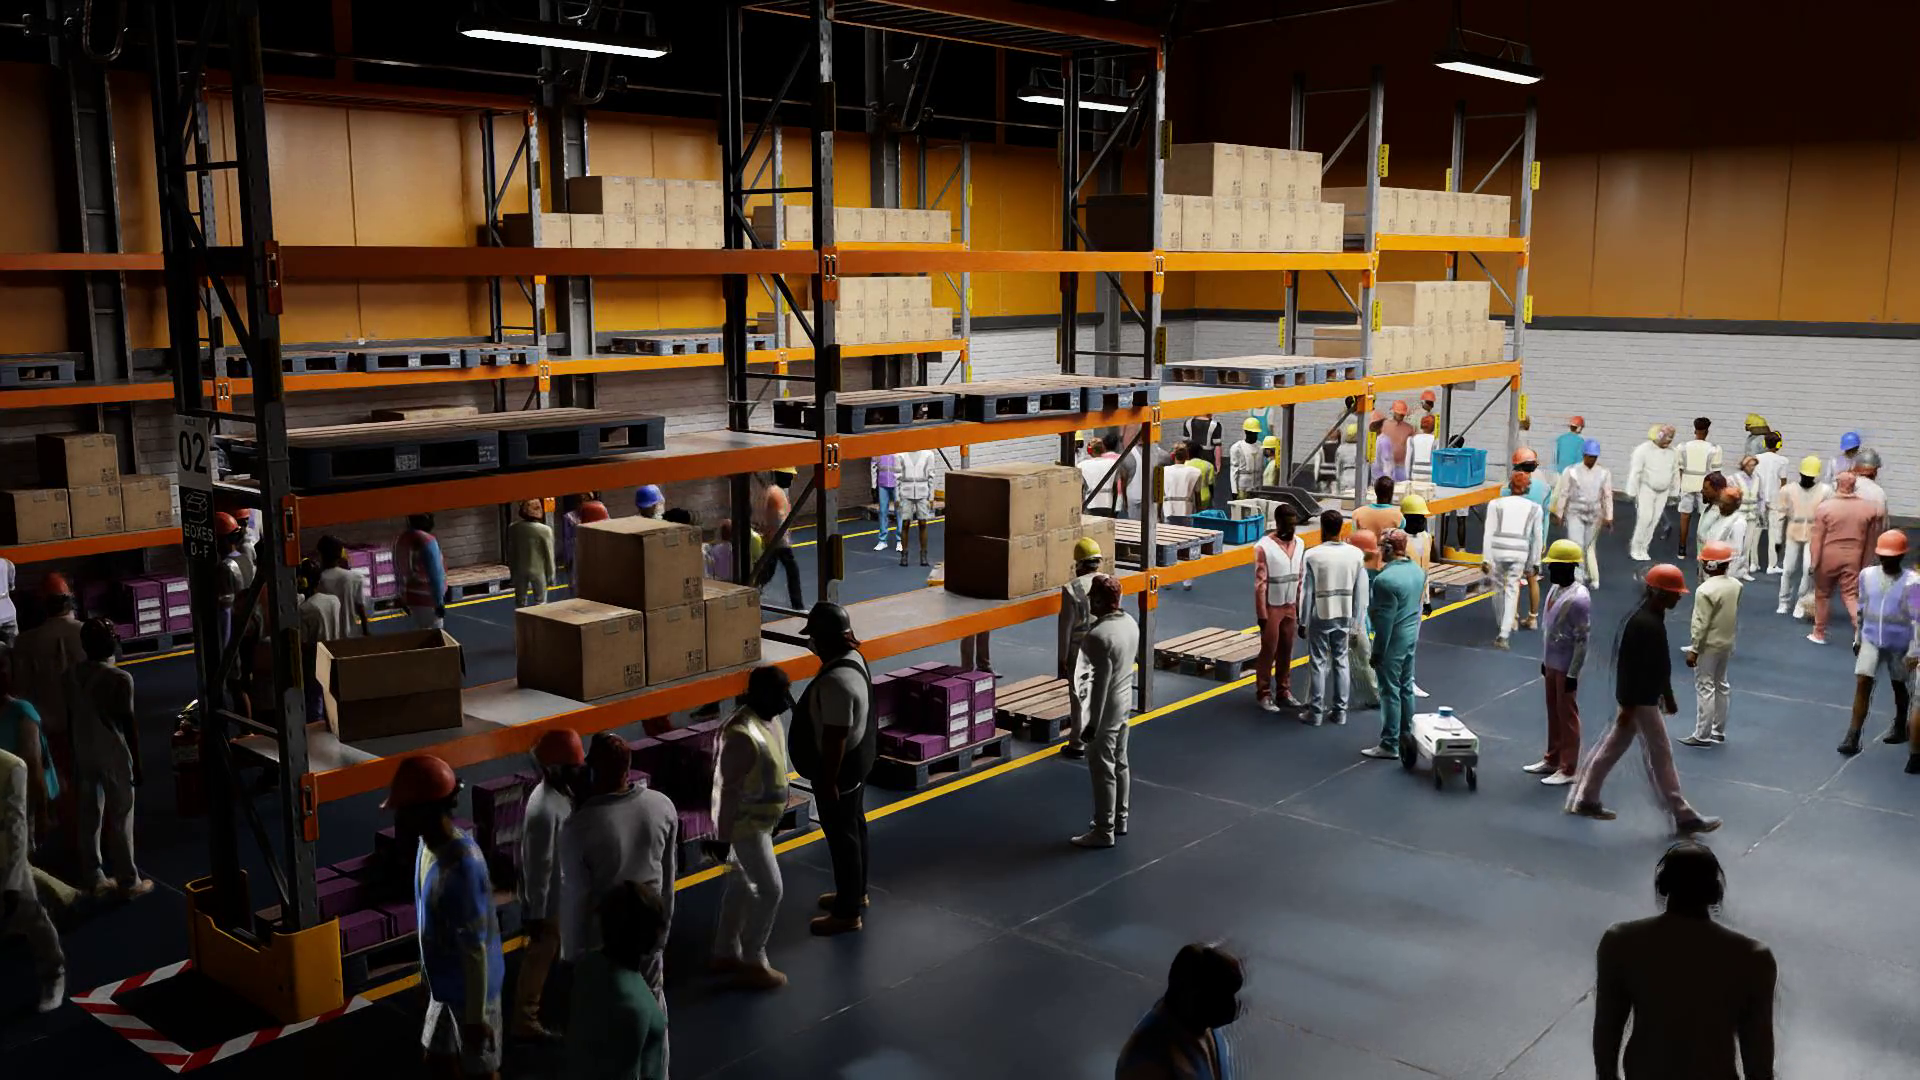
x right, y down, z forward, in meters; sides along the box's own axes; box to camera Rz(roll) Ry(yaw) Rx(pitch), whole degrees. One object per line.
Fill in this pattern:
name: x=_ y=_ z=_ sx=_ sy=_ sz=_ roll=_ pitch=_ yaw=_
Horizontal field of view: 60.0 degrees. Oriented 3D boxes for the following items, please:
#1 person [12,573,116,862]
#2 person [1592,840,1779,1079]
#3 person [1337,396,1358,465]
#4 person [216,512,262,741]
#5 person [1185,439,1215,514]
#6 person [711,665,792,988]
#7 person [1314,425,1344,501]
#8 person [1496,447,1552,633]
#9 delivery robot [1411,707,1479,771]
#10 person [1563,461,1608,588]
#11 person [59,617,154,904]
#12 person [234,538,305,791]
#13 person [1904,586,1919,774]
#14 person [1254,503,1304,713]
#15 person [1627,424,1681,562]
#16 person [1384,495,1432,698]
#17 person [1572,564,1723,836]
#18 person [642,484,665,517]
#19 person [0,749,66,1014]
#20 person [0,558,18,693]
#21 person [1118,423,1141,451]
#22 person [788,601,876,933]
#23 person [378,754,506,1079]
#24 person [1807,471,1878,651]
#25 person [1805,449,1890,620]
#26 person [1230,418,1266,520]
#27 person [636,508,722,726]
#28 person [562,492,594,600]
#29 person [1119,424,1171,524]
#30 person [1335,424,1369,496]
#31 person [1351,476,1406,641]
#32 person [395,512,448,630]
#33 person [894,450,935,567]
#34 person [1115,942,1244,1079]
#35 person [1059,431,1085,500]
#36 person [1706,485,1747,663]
person: x=-6.054 y=1.205 z=11.333 sx=0.637 sy=1.980 sz=0.464 roll=-5 pitch=11 yaw=-28
person: x=2.717 y=2.066 z=6.291 sx=0.645 sy=1.920 sz=0.605 roll=6 pitch=11 yaw=30
person: x=6.472 y=-1.475 z=27.601 sx=0.325 sy=1.871 sz=0.524 roll=-4 pitch=10 yaw=-25
person: x=-5.996 y=0.779 z=13.678 sx=0.407 sy=2.035 sz=0.602 roll=-1 pitch=10 yaw=-7
person: x=3.228 y=-0.549 z=22.690 sx=0.530 sy=1.671 sz=0.760 roll=-1 pitch=10 yaw=-9
person: x=-1.154 y=1.603 z=9.429 sx=0.583 sy=1.807 sz=0.642 roll=1 pitch=10 yaw=6
person: x=5.575 y=-0.913 z=24.987 sx=0.529 sy=1.612 sz=0.650 roll=4 pitch=10 yaw=21
person: x=6.164 y=-0.001 z=18.291 sx=0.615 sy=2.038 sz=0.395 roll=-3 pitch=10 yaw=-15
delivery robot: x=3.819 y=1.560 z=13.118 sx=0.477 sy=0.478 sz=0.707 roll=0 pitch=10 yaw=-3
person: x=7.878 y=-0.211 z=20.883 sx=0.496 sy=1.584 sz=0.834 roll=-2 pitch=10 yaw=-11
person: x=-5.421 y=1.396 z=10.553 sx=0.502 sy=1.839 sz=0.345 roll=2 pitch=10 yaw=13
person: x=-5.265 y=0.949 z=12.837 sx=0.607 sy=1.966 sz=0.366 roll=-9 pitch=13 yaw=-42
person: x=7.716 y=0.935 z=13.017 sx=0.373 sy=1.935 sz=0.553 roll=-1 pitch=10 yaw=-6
person: x=2.884 y=0.607 z=15.072 sx=0.593 sy=1.909 sz=0.409 roll=-7 pitch=12 yaw=-37
person: x=9.464 y=-0.632 z=22.588 sx=0.697 sy=1.871 sz=0.550 roll=-2 pitch=10 yaw=-11
person: x=4.161 y=0.534 z=15.424 sx=0.588 sy=1.930 sz=0.362 roll=-7 pitch=12 yaw=-35
person: x=4.929 y=1.120 z=11.916 sx=1.023 sy=1.936 sz=0.611 roll=4 pitch=10 yaw=24
person: x=-3.627 y=-0.111 z=19.795 sx=0.335 sy=1.760 sz=0.528 roll=-4 pitch=10 yaw=-25
person: x=-5.065 y=1.708 z=8.678 sx=0.609 sy=1.856 sz=1.040 roll=1 pitch=10 yaw=5
person: x=-8.706 y=0.728 z=14.963 sx=0.322 sy=1.697 sz=0.530 roll=2 pitch=10 yaw=12
person: x=3.154 y=-1.978 z=30.492 sx=0.643 sy=1.909 sz=0.410 roll=-6 pitch=11 yaw=-32
person: x=-0.786 y=1.356 z=10.191 sx=0.536 sy=2.000 sz=0.683 roll=1 pitch=10 yaw=3
person: x=-2.170 y=1.891 z=7.055 sx=0.459 sy=2.028 sz=0.613 roll=-6 pitch=11 yaw=-31
person: x=9.263 y=0.227 z=17.438 sx=0.653 sy=1.881 sz=0.777 roll=1 pitch=10 yaw=5
person: x=9.944 y=-0.036 z=18.498 sx=0.821 sy=2.000 sz=0.697 roll=-2 pitch=10 yaw=-13
person: x=4.024 y=-0.751 z=23.155 sx=0.584 sy=1.918 sz=0.401 roll=-5 pitch=11 yaw=-28
person: x=-2.523 y=0.681 z=14.547 sx=0.960 sy=1.919 sz=0.638 roll=-5 pitch=11 yaw=-28
person: x=-4.073 y=0.238 z=18.069 sx=0.514 sy=1.636 sz=0.315 roll=-8 pitch=12 yaw=-39
person: x=2.424 y=-0.544 z=21.530 sx=0.682 sy=2.000 sz=0.537 roll=4 pitch=10 yaw=21
person: x=5.655 y=-0.802 z=24.075 sx=0.617 sy=1.710 sz=0.344 roll=7 pitch=12 yaw=36
person: x=4.228 y=0.311 z=16.797 sx=0.597 sy=1.915 sz=0.369 roll=7 pitch=12 yaw=36
person: x=-5.083 y=0.563 z=15.576 sx=0.672 sy=1.822 sz=0.628 roll=-9 pitch=13 yaw=-42
person: x=-0.604 y=-0.595 z=22.180 sx=0.546 sy=1.928 sz=0.390 roll=-1 pitch=10 yaw=-4
person: x=0.776 y=2.223 z=5.774 sx=0.515 sy=1.806 sz=0.777 roll=5 pitch=11 yaw=26
person: x=1.593 y=-0.685 z=23.259 sx=0.296 sy=1.745 sz=0.485 roll=9 pitch=13 yaw=43
person: x=7.703 y=0.351 z=16.789 sx=0.352 sy=1.853 sz=0.668 roll=0 pitch=10 yaw=2
